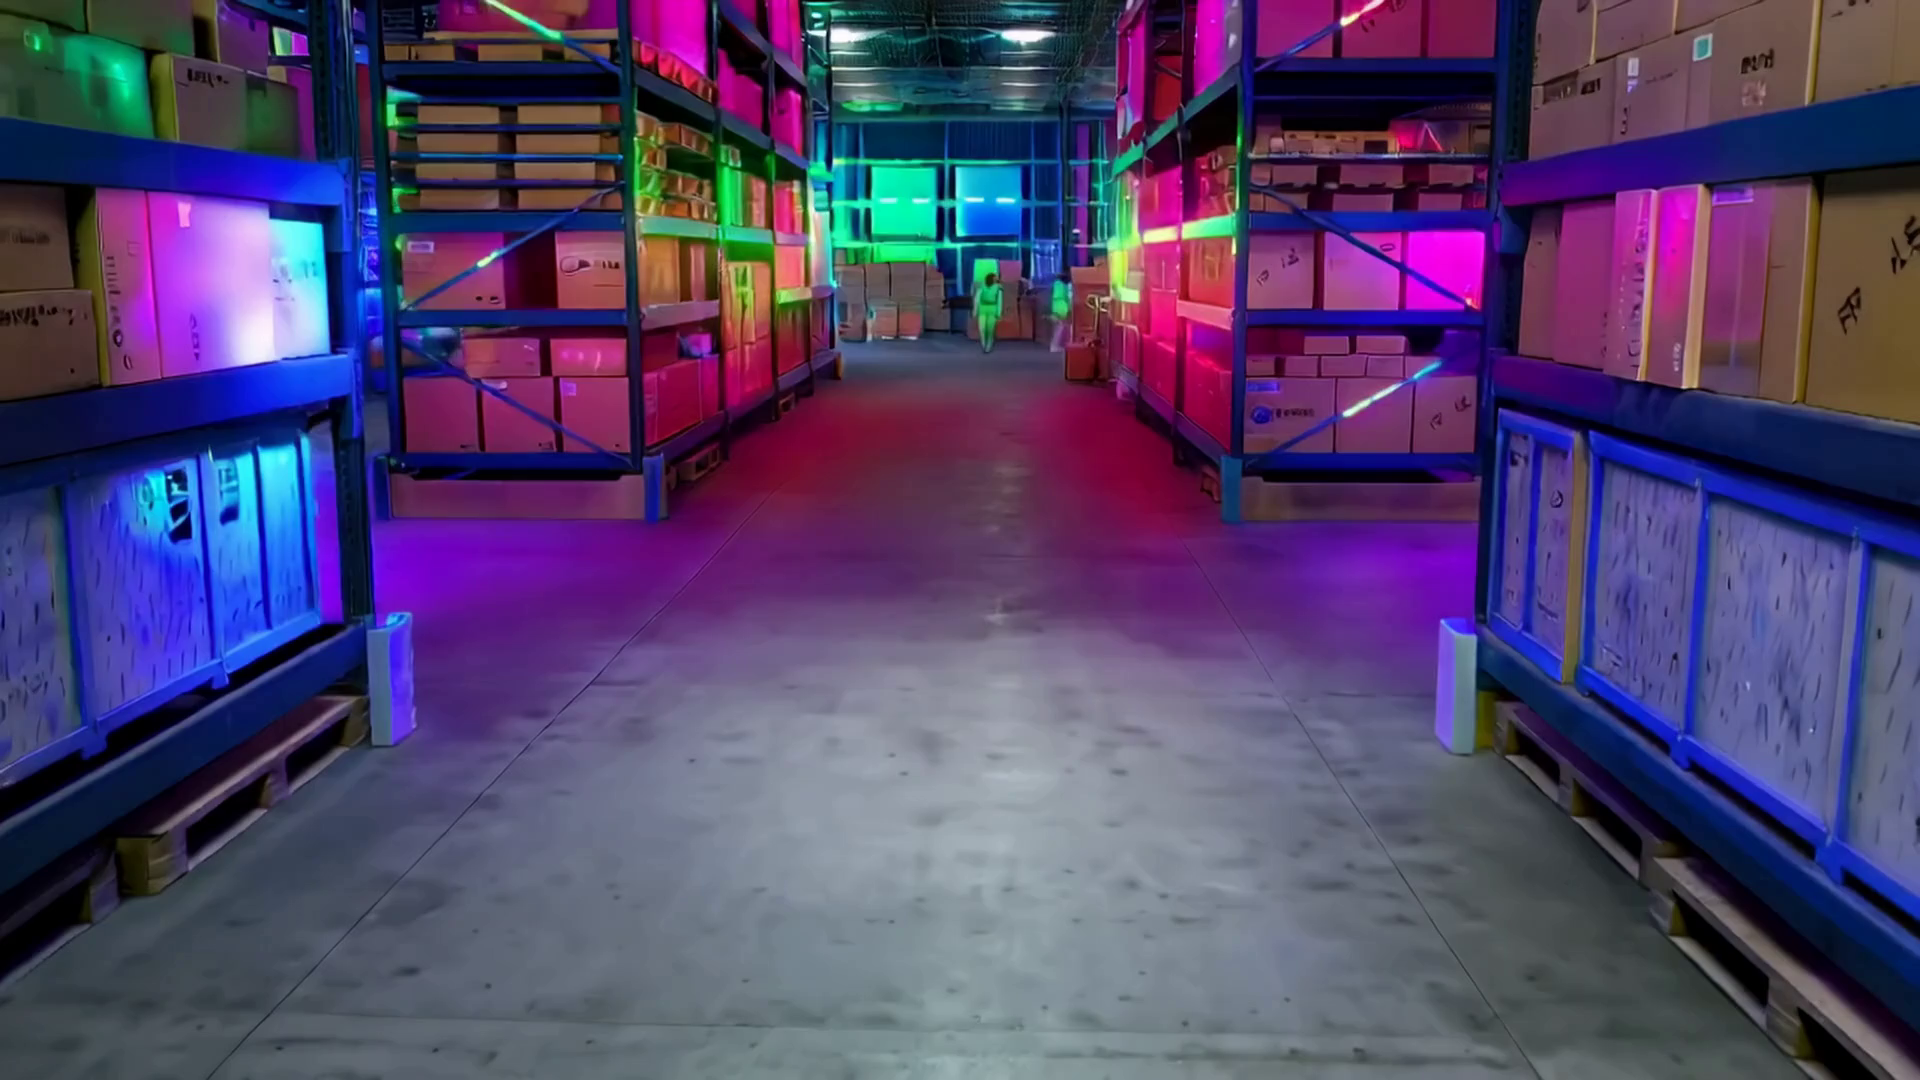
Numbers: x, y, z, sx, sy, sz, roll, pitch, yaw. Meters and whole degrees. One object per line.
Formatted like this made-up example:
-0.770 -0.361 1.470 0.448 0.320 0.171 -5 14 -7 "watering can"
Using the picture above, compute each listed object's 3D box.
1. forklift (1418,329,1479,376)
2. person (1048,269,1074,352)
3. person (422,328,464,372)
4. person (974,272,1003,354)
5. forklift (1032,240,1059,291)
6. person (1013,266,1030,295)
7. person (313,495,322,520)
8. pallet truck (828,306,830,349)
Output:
6.686 -3.356 23.667 1.873 2.768 1.129 0 9 1 "forklift"
2.238 -5.171 37.540 0.611 1.884 0.868 6 11 32 "person"
-7.816 -3.122 25.199 0.556 1.899 0.915 0 9 -2 "person"
0.620 -5.016 36.780 0.647 1.816 0.464 1 10 7 "person"
3.172 -9.648 61.356 1.129 2.768 1.873 0 9 1 "forklift"
2.083 -8.350 56.389 0.635 1.939 0.361 -3 10 -18 "person"
-3.291 -0.187 7.925 0.944 1.795 0.626 0 9 -2 "person"
-3.100 -3.940 29.800 1.885 1.965 0.823 3 10 19 "pallet truck"
